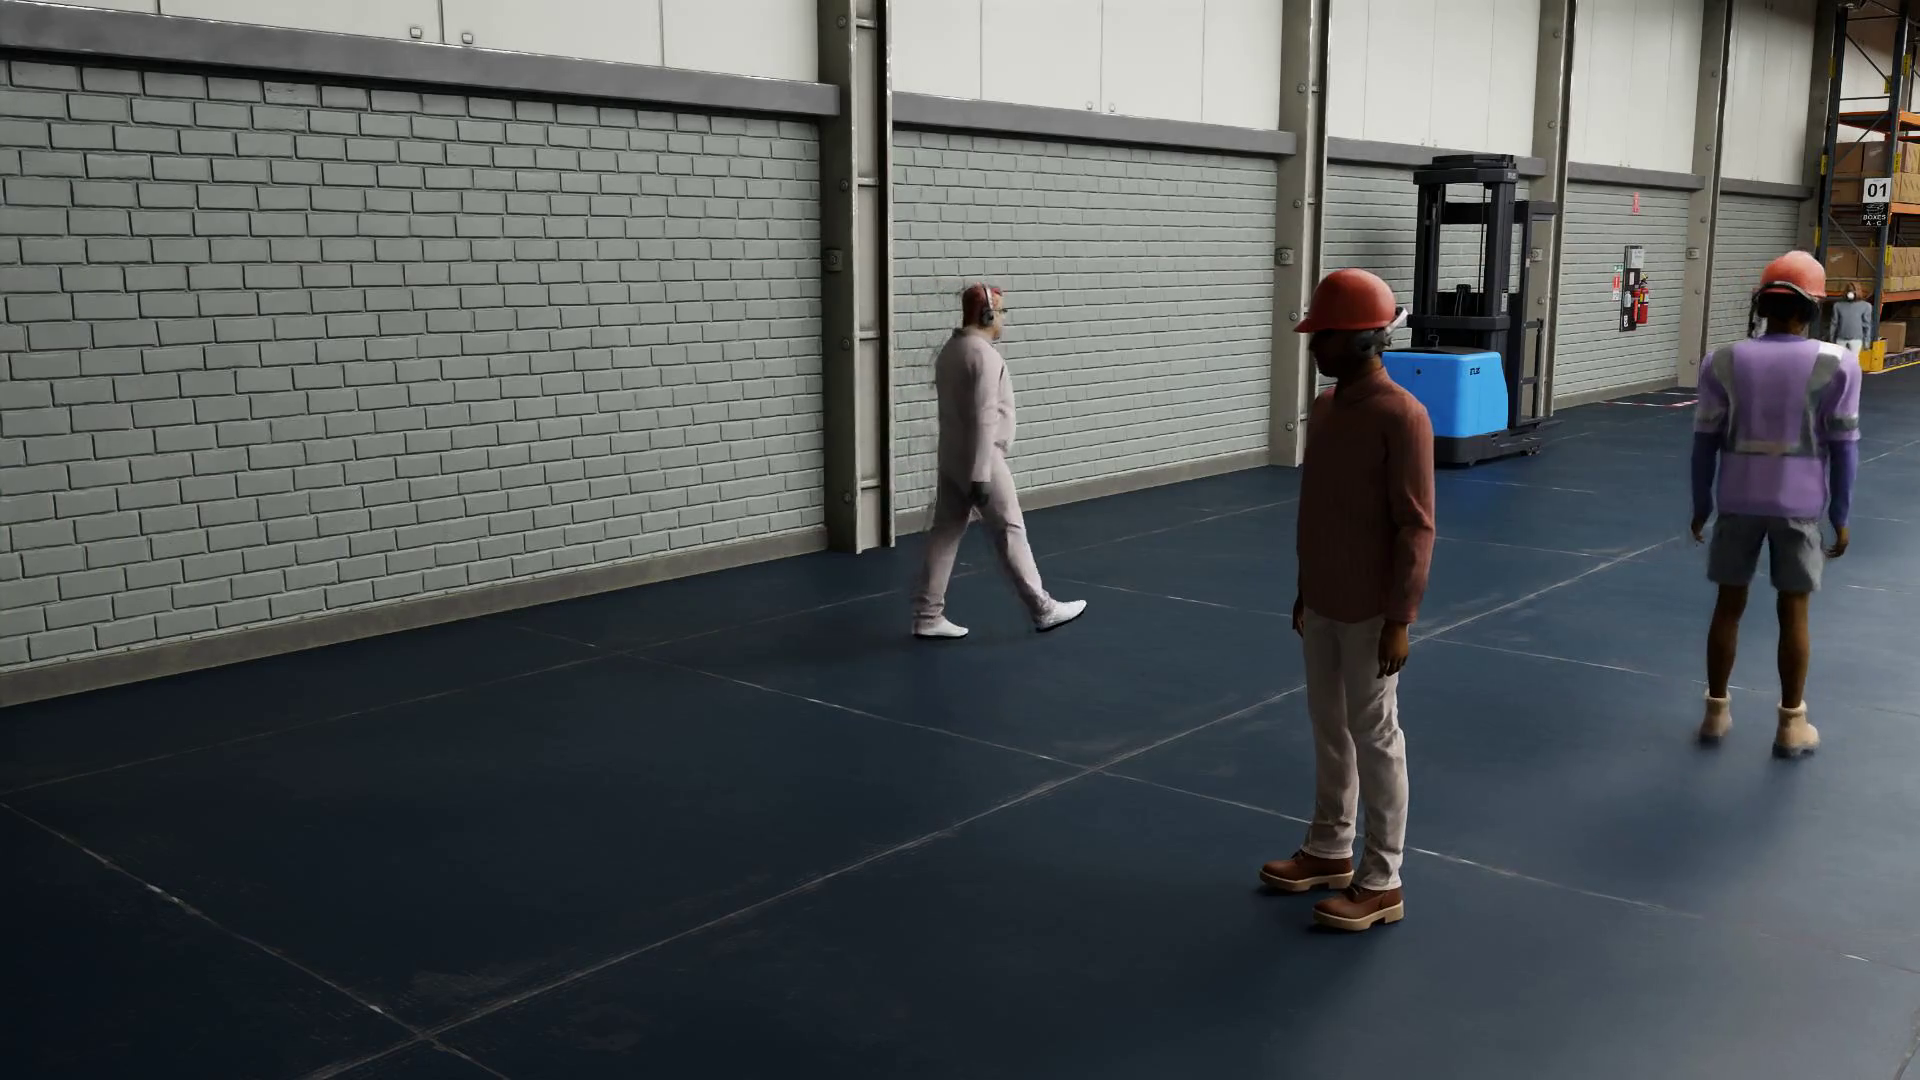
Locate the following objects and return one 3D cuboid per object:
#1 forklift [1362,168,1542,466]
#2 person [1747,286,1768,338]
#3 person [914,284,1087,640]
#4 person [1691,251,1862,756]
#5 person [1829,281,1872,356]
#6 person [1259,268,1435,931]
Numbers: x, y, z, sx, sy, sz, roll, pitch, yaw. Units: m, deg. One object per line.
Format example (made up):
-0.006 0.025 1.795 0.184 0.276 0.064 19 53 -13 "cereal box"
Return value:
4.875 -2.212 16.287 1.129 2.768 1.873 8 13 40 "forklift"
11.594 -3.036 23.862 0.546 1.824 0.965 6 12 31 "person"
0.178 -0.402 8.743 0.967 1.856 0.681 -4 11 -23 "person"
3.343 -0.157 6.847 0.614 2.041 0.393 7 12 36 "person"
12.075 -2.704 22.565 0.504 1.621 0.504 9 13 40 "person"
1.188 0.176 5.089 0.388 1.990 0.624 -3 10 -17 "person"
